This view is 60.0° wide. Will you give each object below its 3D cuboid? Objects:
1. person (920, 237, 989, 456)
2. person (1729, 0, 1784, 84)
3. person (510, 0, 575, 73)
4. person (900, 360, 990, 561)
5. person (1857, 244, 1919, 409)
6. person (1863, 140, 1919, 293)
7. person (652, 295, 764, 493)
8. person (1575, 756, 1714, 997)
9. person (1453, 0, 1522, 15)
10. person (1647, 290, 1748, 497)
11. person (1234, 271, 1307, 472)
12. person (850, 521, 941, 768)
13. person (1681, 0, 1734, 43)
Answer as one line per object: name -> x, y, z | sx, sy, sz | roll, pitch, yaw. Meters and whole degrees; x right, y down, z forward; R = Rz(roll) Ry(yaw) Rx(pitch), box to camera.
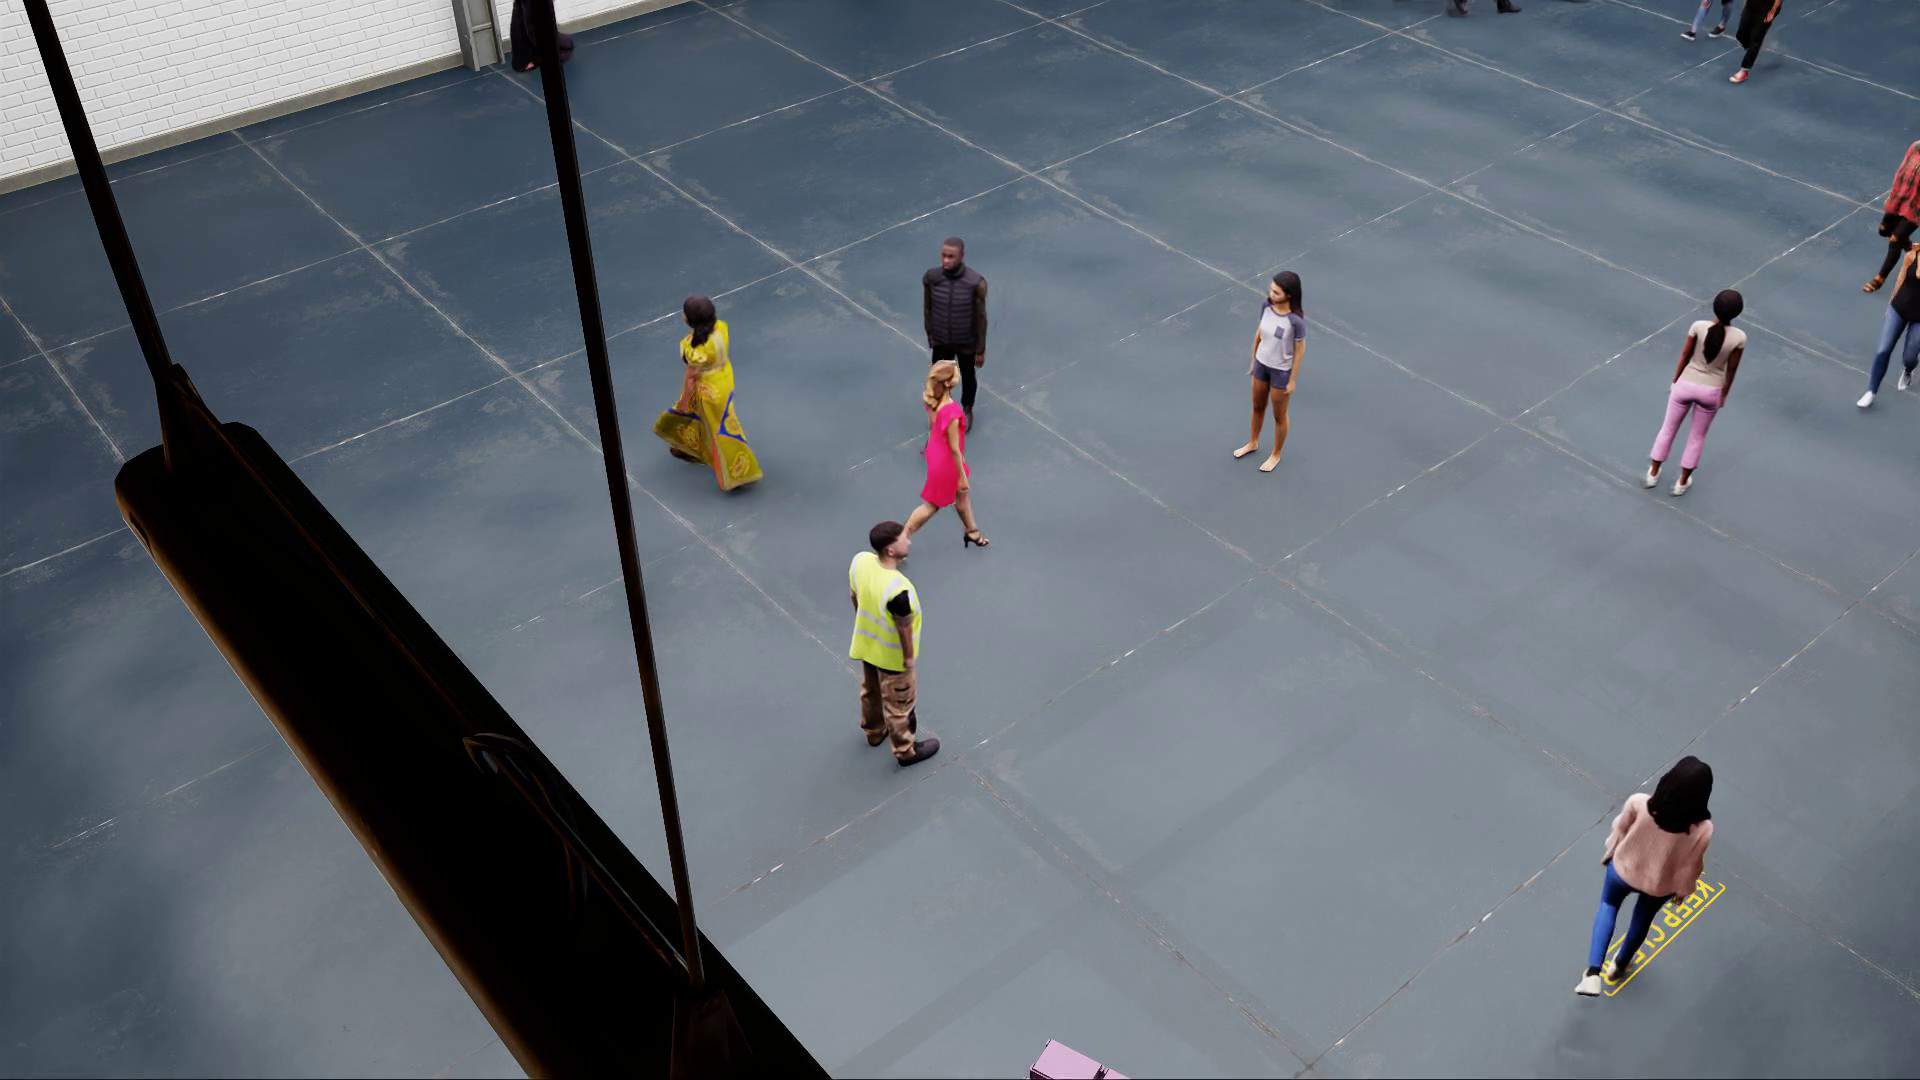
person -> 0.008, -1.603, 13.162 | 1.058, 1.800, 1.198 | 10, 40, 13
person -> 9.123, -6.053, 18.779 | 0.831, 1.744, 0.686 | -21, 43, -24
person -> -4.855, -6.188, 19.067 | 0.983, 1.595, 0.609 | -28, 46, -31
person -> -0.198, -0.521, 11.900 | 1.126, 1.685, 0.862 | -10, 40, -13
person -> 7.798, -1.864, 13.559 | 0.824, 1.712, 0.603 | -31, 48, -32
person -> 8.660, -3.046, 15.059 | 0.956, 1.686, 0.774 | -14, 41, -17
person -> -1.809, -1.104, 12.677 | 1.195, 1.625, 1.264 | 10, 40, 12
person -> 3.621, 1.851, 8.876 | 0.812, 1.752, 0.981 | 22, 44, 25
person -> 6.527, -7.281, 20.263 | 1.224, 1.811, 1.187 | 5, 39, 7
person -> 5.596, -1.123, 12.610 | 0.635, 1.740, 0.646 | 17, 42, 20
person -> 2.440, -1.327, 12.870 | 0.506, 1.732, 0.582 | -29, 47, -31
person -> -0.435, 0.634, 10.325 | 0.683, 1.845, 0.674 | -27, 46, -30
person -> 9.172, -6.719, 19.689 | 1.026, 1.649, 0.624 | -25, 45, -28
